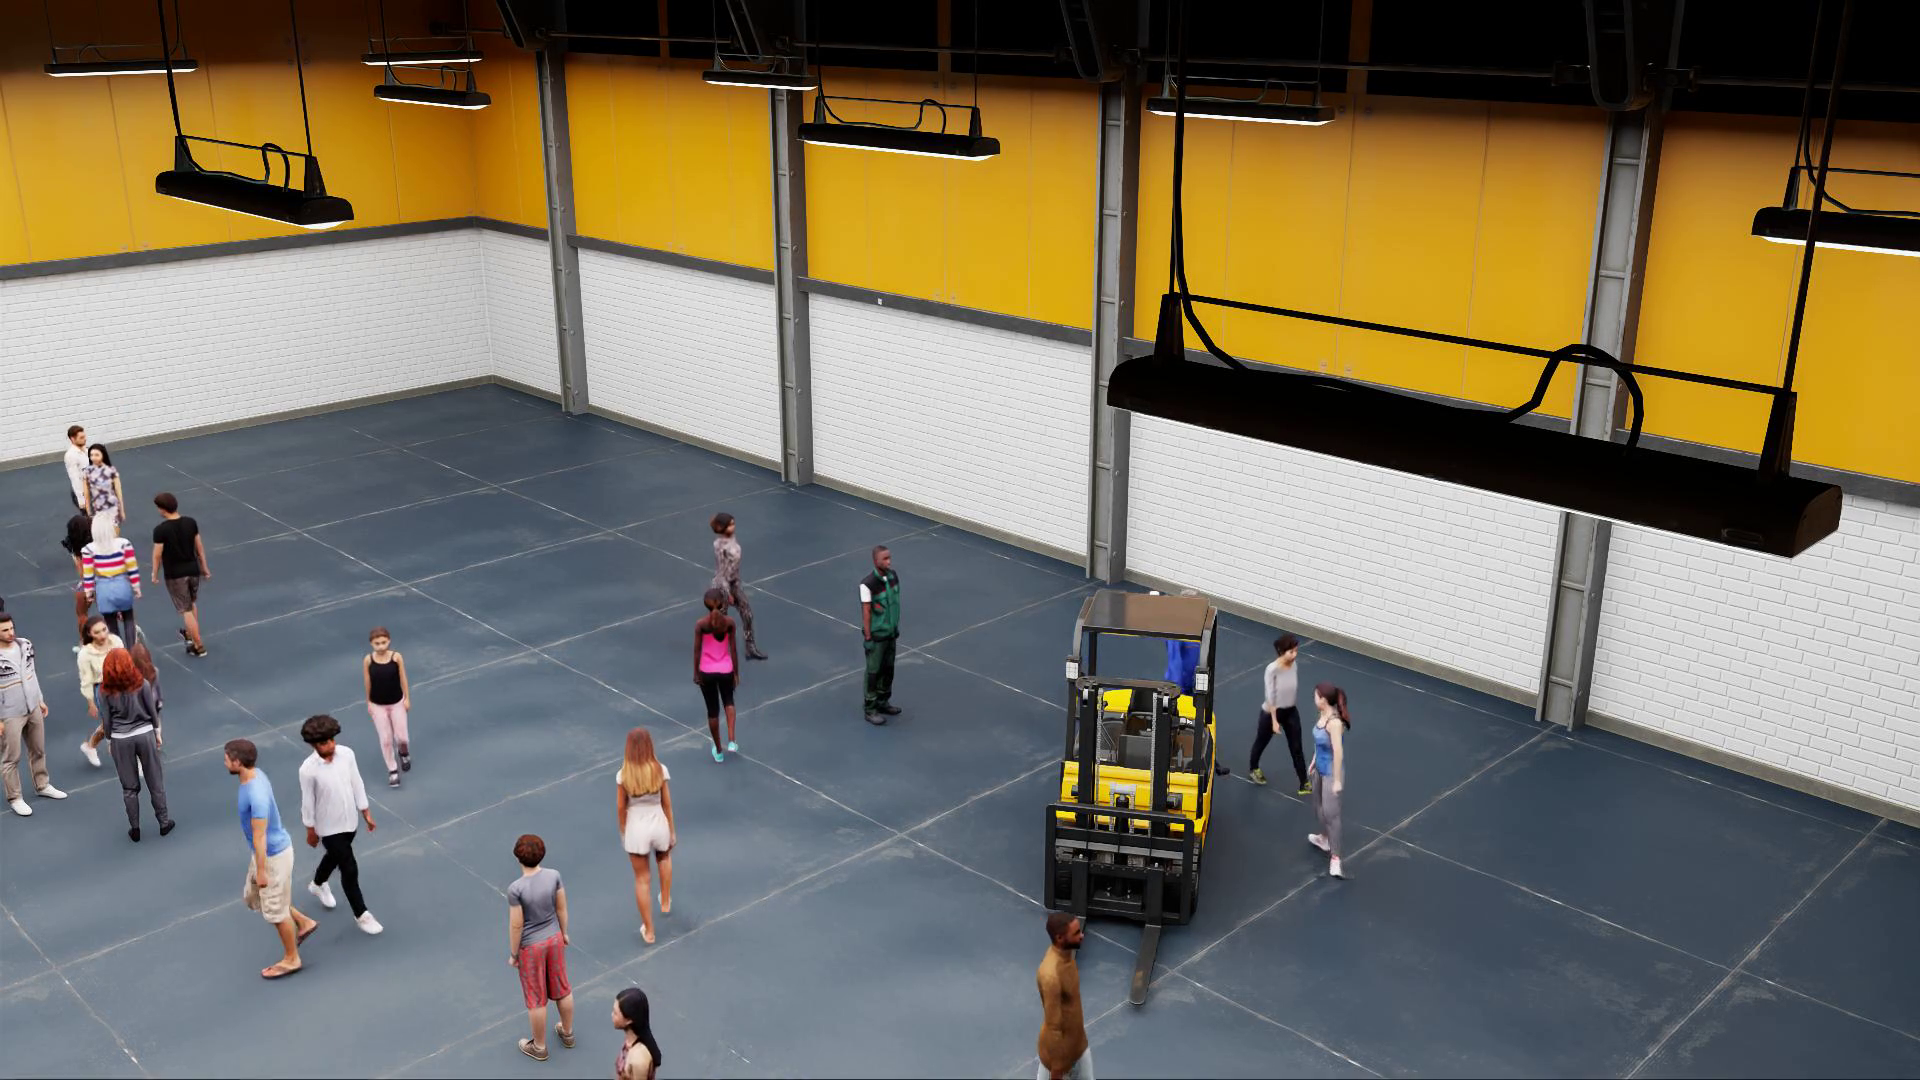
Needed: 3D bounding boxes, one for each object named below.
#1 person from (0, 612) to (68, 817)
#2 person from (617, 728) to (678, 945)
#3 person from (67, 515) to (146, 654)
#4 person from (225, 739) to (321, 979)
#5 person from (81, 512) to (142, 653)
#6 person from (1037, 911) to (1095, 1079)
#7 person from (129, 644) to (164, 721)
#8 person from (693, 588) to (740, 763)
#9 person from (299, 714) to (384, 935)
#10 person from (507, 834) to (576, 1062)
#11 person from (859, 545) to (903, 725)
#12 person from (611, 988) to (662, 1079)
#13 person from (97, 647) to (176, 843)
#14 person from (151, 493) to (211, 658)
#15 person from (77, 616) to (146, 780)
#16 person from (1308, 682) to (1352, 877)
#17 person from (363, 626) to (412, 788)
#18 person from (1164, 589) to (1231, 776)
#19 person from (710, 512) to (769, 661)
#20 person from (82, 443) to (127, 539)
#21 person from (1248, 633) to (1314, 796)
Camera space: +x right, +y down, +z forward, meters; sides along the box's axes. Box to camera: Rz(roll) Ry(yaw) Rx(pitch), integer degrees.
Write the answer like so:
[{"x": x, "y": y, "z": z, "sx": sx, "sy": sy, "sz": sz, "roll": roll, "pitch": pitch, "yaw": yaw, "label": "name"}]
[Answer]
[{"x": -8.416, "y": 1.504, "z": 14.844, "sx": 0.716, "sy": 1.860, "sz": 0.765, "roll": 7, "pitch": 20, "yaw": 20, "label": "person"}, {"x": -2.396, "y": 2.291, "z": 12.816, "sx": 0.825, "sy": 1.663, "sz": 0.953, "roll": -5, "pitch": 19, "yaw": -14, "label": "person"}, {"x": -9.421, "y": 0.508, "z": 18.217, "sx": 1.060, "sy": 1.594, "sz": 1.006, "roll": 0, "pitch": 19, "yaw": 0, "label": "person"}, {"x": -5.085, "y": 2.324, "z": 12.436, "sx": 0.887, "sy": 1.843, "sz": 0.775, "roll": -12, "pitch": 22, "yaw": -32, "label": "person"}, {"x": -8.969, "y": 0.593, "z": 17.647, "sx": 0.760, "sy": 1.797, "sz": 0.716, "roll": -10, "pitch": 21, "yaw": -28, "label": "person"}, {"x": 0.540, "y": 3.099, "z": 10.216, "sx": 1.235, "sy": 1.791, "sz": 0.975, "roll": 6, "pitch": 20, "yaw": 17, "label": "person"}, {"x": -7.834, "y": 1.539, "z": 15.956, "sx": 0.568, "sy": 1.083, "sz": 0.796, "roll": -12, "pitch": 22, "yaw": -31, "label": "person"}, {"x": -2.283, "y": 1.304, "z": 15.669, "sx": 0.678, "sy": 1.713, "sz": 0.721, "roll": -6, "pitch": 20, "yaw": -18, "label": "person"}, {"x": -4.935, "y": 2.170, "z": 13.008, "sx": 1.214, "sy": 1.769, "sz": 0.813, "roll": 11, "pitch": 21, "yaw": 29, "label": "person"}, {"x": -2.875, "y": 2.776, "z": 11.395, "sx": 0.607, "sy": 1.651, "sz": 0.544, "roll": -15, "pitch": 24, "yaw": -37, "label": "person"}, {"x": -0.798, "y": 0.921, "z": 16.613, "sx": 0.659, "sy": 1.837, "sz": 0.733, "roll": 12, "pitch": 22, "yaw": 31, "label": "person"}, {"x": -1.747, "y": 3.352, "z": 9.518, "sx": 0.934, "sy": 1.756, "sz": 0.981, "roll": -6, "pitch": 20, "yaw": -17, "label": "person"}, {"x": -7.092, "y": 1.738, "z": 14.276, "sx": 0.640, "sy": 1.780, "sz": 0.619, "roll": -8, "pitch": 20, "yaw": -24, "label": "person"}, {"x": -8.445, "y": 0.397, "z": 18.163, "sx": 1.015, "sy": 1.840, "sz": 0.819, "roll": 11, "pitch": 22, "yaw": 30, "label": "person"}, {"x": -7.935, "y": 1.444, "z": 15.431, "sx": 1.186, "sy": 1.599, "sz": 0.937, "roll": 6, "pitch": 20, "yaw": 19, "label": "person"}, {"x": 3.113, "y": 1.974, "z": 13.875, "sx": 0.904, "sy": 1.587, "sz": 0.858, "roll": -4, "pitch": 19, "yaw": -10, "label": "person"}, {"x": -5.286, "y": 1.496, "z": 15.353, "sx": 0.685, "sy": 1.550, "sz": 0.789, "roll": -6, "pitch": 19, "yaw": -16, "label": "person"}, {"x": 1.999, "y": 1.316, "z": 15.531, "sx": 1.213, "sy": 1.777, "sz": 0.808, "roll": 15, "pitch": 24, "yaw": 38, "label": "person"}, {"x": -2.602, "y": 0.523, "z": 18.024, "sx": 0.964, "sy": 1.690, "sz": 0.723, "roll": 11, "pitch": 21, "yaw": 29, "label": "person"}, {"x": -10.545, "y": -0.366, "z": 20.614, "sx": 0.833, "sy": 1.721, "sz": 0.946, "roll": -4, "pitch": 19, "yaw": -12, "label": "person"}, {"x": 2.850, "y": 1.568, "z": 15.201, "sx": 0.747, "sy": 1.512, "sz": 1.088, "roll": -10, "pitch": 21, "yaw": -28, "label": "person"}]
